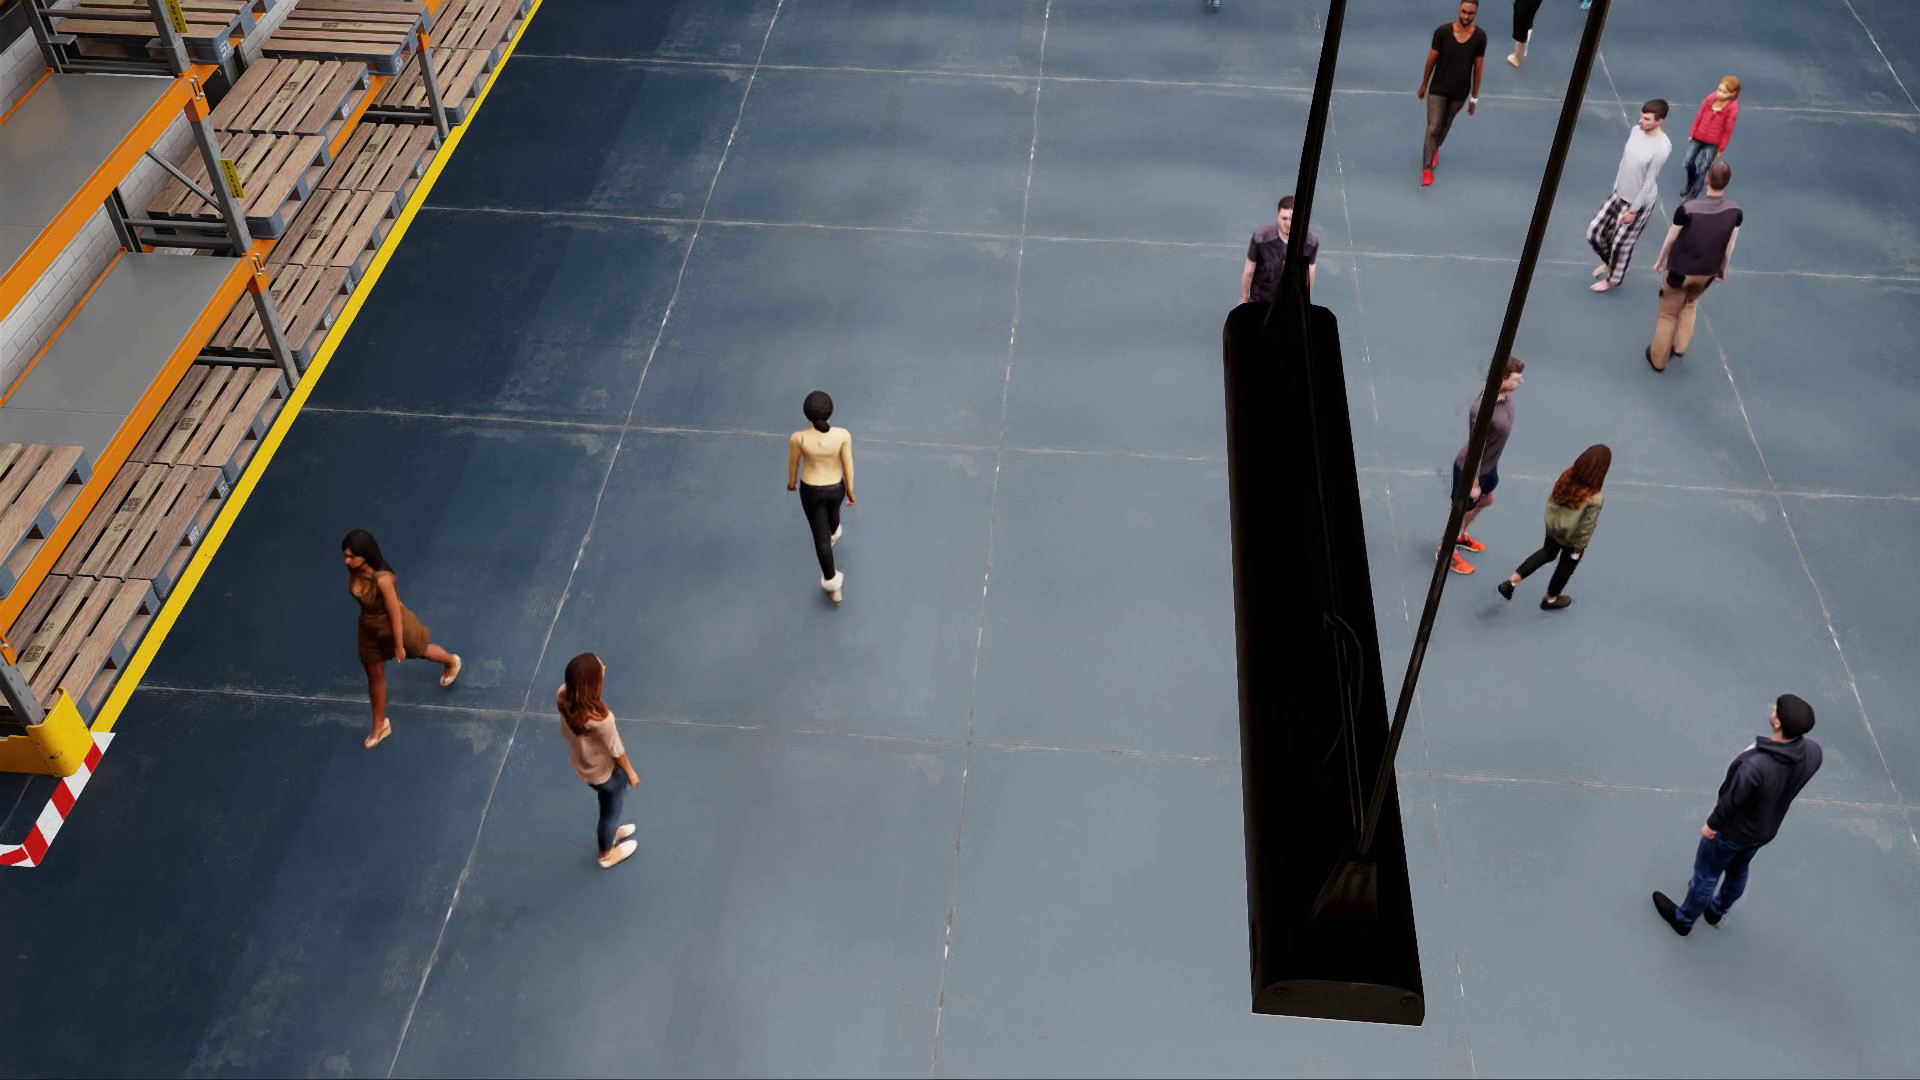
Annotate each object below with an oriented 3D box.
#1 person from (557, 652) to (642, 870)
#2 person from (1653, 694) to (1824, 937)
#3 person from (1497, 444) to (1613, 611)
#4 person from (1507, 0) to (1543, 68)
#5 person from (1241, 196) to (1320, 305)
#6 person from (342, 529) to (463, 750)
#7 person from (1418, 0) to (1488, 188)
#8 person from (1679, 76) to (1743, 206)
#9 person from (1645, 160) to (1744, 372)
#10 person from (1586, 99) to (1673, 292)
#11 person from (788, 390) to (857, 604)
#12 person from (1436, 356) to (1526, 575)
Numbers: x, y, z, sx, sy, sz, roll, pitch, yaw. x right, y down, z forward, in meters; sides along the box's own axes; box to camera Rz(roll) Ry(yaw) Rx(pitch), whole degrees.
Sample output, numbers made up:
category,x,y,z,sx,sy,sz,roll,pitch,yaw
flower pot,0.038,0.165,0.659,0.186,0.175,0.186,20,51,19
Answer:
category,x,y,z,sx,sy,sz,roll,pitch,yaw
person,-2.165,1.342,9.640,0.790,1.778,0.736,-34,53,-30
person,4.401,1.578,9.312,0.761,1.889,0.746,-15,46,-15
person,4.071,-0.046,11.326,0.843,1.462,0.848,-15,46,-15
person,5.901,-5.588,17.030,0.674,1.618,0.707,-9,44,-10
person,2.452,-1.869,12.963,0.695,1.845,0.556,4,44,4
person,-3.561,0.527,10.592,0.900,1.645,1.152,23,48,22
person,4.565,-4.238,15.506,0.757,1.765,1.165,8,44,8
person,6.887,-3.678,15.248,0.715,1.311,0.656,-31,52,-28
person,5.843,-2.105,13.228,0.702,1.819,0.660,1,44,1
person,5.764,-2.913,14.065,0.826,1.835,0.758,-14,45,-14
person,-0.934,-0.287,11.465,0.830,1.620,1.177,-8,44,-9
person,3.568,-0.528,11.548,0.794,1.854,0.677,25,49,24
